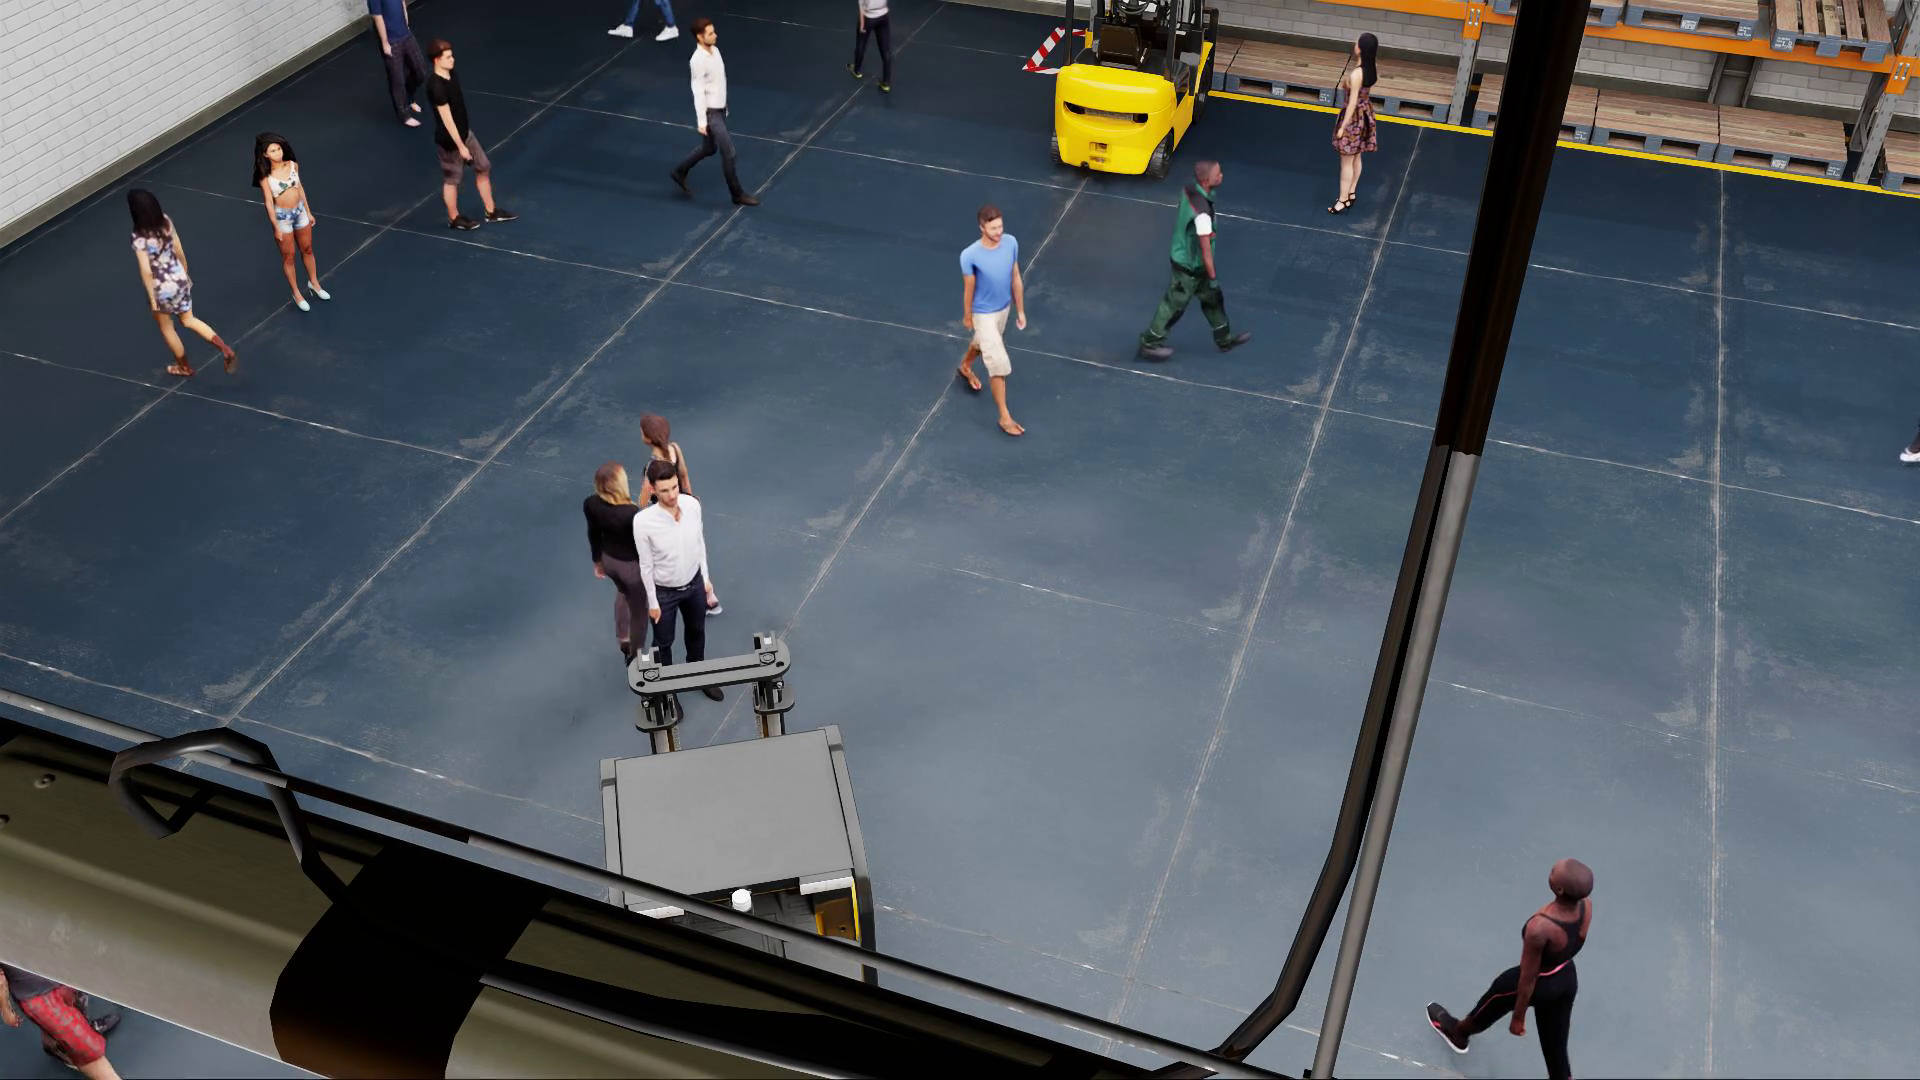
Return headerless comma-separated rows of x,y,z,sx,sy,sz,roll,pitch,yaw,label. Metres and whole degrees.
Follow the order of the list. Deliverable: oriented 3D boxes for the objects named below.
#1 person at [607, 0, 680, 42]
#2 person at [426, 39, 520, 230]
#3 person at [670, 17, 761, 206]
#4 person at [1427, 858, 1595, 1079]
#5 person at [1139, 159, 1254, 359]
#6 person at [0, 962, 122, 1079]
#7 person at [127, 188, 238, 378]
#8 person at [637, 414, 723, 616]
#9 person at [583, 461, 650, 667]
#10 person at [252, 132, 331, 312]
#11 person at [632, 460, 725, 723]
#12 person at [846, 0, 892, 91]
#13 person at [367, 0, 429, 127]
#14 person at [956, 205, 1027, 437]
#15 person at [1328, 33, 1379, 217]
-3.514,-6.574,18.977,1.160,1.780,1.069,-14,41,-17,person
-4.752,-3.713,15.346,0.947,1.841,0.780,6,39,7,person
-2.427,-4.038,15.754,1.201,1.840,0.823,6,39,7,person
2.855,2.241,8.000,1.115,1.705,1.221,-18,42,-22,person
1.808,-2.223,13.531,1.297,1.779,1.008,-1,39,-1,person
-4.535,2.171,8.169,1.137,1.604,0.651,15,41,18,person
-6.270,-1.999,13.301,0.925,1.715,0.594,11,40,14,person
-1.860,-0.128,11.118,0.990,1.515,0.506,12,40,15,person
-2.155,0.246,10.531,0.523,1.663,0.697,21,43,24,person
-5.766,-2.755,14.319,0.616,1.625,0.614,21,43,24,person
-1.774,0.266,10.342,0.725,1.868,0.760,-24,45,-27,person
-0.887,-5.610,17.973,0.906,1.527,1.010,-21,43,-24,person
-5.926,-5.198,17.191,0.740,1.860,0.722,19,43,23,person
0.186,-1.822,13.001,1.097,1.812,1.332,-25,45,-28,person
3.707,-3.912,15.649,0.757,1.775,0.739,24,45,27,person
